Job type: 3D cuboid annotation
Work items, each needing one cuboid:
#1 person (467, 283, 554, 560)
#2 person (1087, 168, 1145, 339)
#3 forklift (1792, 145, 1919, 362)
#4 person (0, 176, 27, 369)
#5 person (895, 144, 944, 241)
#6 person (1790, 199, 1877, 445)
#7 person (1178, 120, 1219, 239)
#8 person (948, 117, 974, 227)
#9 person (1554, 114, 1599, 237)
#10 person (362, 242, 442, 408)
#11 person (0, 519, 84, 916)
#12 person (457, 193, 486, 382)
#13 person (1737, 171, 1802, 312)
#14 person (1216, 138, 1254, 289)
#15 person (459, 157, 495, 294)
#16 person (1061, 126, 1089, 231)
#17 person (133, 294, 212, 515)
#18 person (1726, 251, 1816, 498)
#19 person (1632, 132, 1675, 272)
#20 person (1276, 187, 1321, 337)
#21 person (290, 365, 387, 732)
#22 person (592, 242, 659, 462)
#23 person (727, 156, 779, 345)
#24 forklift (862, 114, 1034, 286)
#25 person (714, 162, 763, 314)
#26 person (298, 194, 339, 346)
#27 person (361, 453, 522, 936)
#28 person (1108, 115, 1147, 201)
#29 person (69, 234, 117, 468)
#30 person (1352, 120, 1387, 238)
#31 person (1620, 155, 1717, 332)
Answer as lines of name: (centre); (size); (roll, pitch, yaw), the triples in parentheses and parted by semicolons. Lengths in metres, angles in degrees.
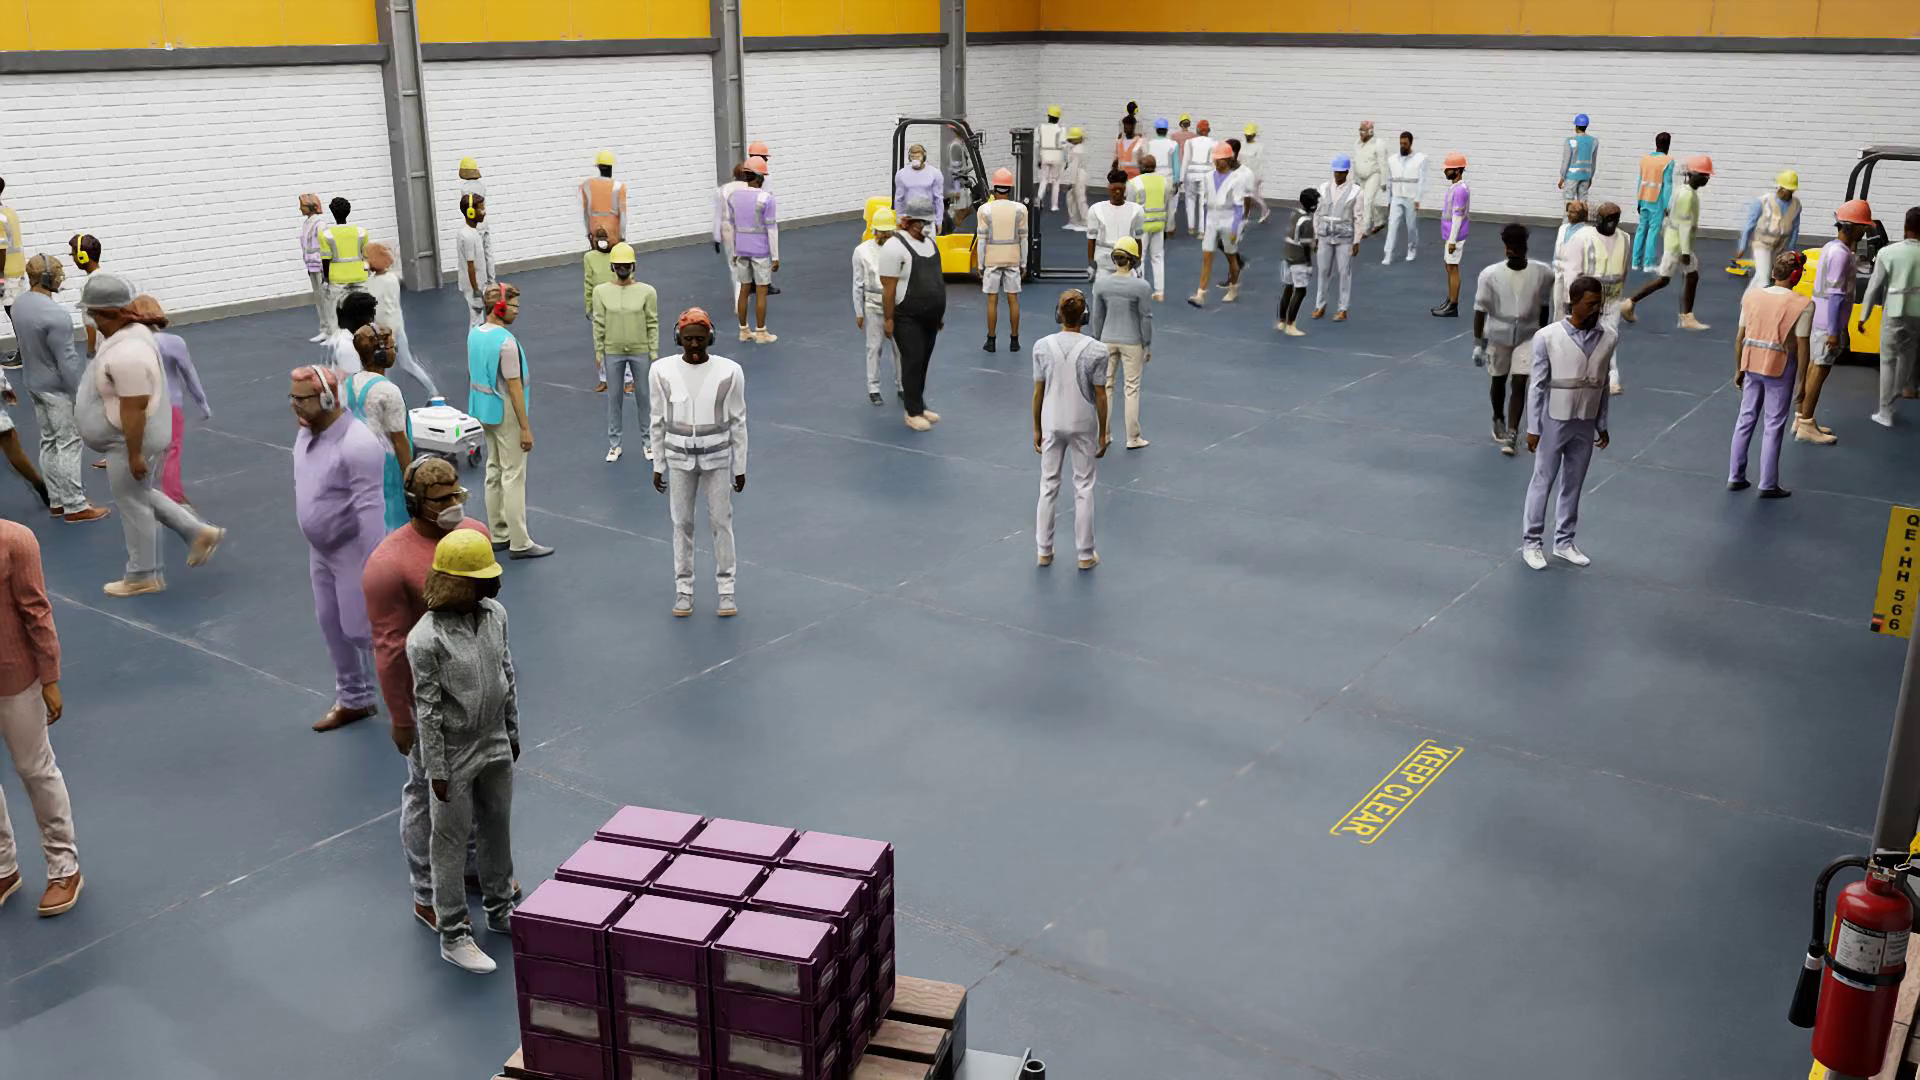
person: (-3.030, -0.779, 11.022); (0.389, 1.836, 0.563); (-15, 23, -40)
person: (1.628, -2.903, 17.456); (0.608, 1.965, 0.370); (-1, 18, -4)
forklift: (9.803, -2.879, 17.013); (2.313, 2.155, 1.214); (12, 21, 33)
person: (-9.714, -2.736, 16.935); (0.367, 1.966, 0.607); (-5, 18, -14)
person: (-0.521, -4.039, 21.081); (0.635, 1.929, 0.385); (3, 18, 10)
person: (7.350, -1.831, 13.983); (0.395, 2.038, 0.615); (7, 19, 20)
person: (3.862, -5.806, 26.743); (0.684, 1.825, 0.928); (5, 18, 15)
person: (-0.010, -5.324, 24.916); (0.470, 2.030, 0.633); (1, 18, 4)
person: (9.838, -5.793, 26.523); (0.605, 1.951, 0.384); (-4, 18, -14)
person: (-5.036, -1.856, 14.783); (0.495, 1.595, 0.830); (14, 23, 38)
person: (-3.895, 0.564, 6.598); (0.629, 1.980, 0.411); (-2, 18, -7)
person: (-4.670, -2.405, 16.074); (0.331, 1.864, 0.505); (-5, 18, -16)
person: (9.500, -3.456, 19.531); (0.625, 1.765, 0.935); (-2, 18, -8)
person: (3.608, -4.284, 21.798); (0.532, 1.948, 0.616); (-13, 22, -36)
person: (-6.216, -4.018, 21.304); (0.312, 1.744, 0.487); (4, 18, 14)
person: (1.904, -5.917, 27.301); (0.553, 1.706, 0.516); (0, 18, 0)
person: (-5.697, -0.955, 11.929); (0.569, 1.610, 0.538); (2, 18, 6)
person: (6.042, -1.231, 12.422); (0.373, 1.843, 0.570); (-11, 21, -30)
person: (9.669, -4.712, 23.211); (0.397, 1.911, 0.587); (-7, 19, -20)
person: (3.782, -3.129, 18.661); (0.340, 1.661, 0.685); (-1, 18, -4)
person: (-3.051, 0.026, 8.413); (0.671, 1.889, 0.596); (14, 23, 37)
person: (-2.686, -1.510, 13.418); (0.525, 1.772, 0.301); (-3, 18, -9)
person: (-2.227, -3.145, 18.115); (0.613, 2.033, 0.412); (9, 20, 27)
forklift: (-0.171, -4.594, 22.377); (2.313, 2.155, 1.214); (1, 18, 3)
person: (-2.641, -3.647, 20.103); (0.644, 1.783, 0.993); (2, 18, 5)
person: (-6.980, -2.942, 18.107); (0.309, 1.639, 0.523); (-14, 22, -37)
person: (-2.026, 0.595, 6.560); (0.356, 1.938, 0.633); (8, 19, 24)
person: (2.721, -5.864, 26.801); (1.019, 1.923, 0.626); (-17, 24, -42)
person: (-6.818, -1.499, 13.255); (0.345, 1.857, 0.524); (0, 18, 0)
person: (6.613, -5.784, 26.652); (0.771, 1.868, 0.660); (-10, 20, -27)
person: (8.082, -3.376, 18.920); (0.978, 1.997, 0.612); (11, 21, 32)
